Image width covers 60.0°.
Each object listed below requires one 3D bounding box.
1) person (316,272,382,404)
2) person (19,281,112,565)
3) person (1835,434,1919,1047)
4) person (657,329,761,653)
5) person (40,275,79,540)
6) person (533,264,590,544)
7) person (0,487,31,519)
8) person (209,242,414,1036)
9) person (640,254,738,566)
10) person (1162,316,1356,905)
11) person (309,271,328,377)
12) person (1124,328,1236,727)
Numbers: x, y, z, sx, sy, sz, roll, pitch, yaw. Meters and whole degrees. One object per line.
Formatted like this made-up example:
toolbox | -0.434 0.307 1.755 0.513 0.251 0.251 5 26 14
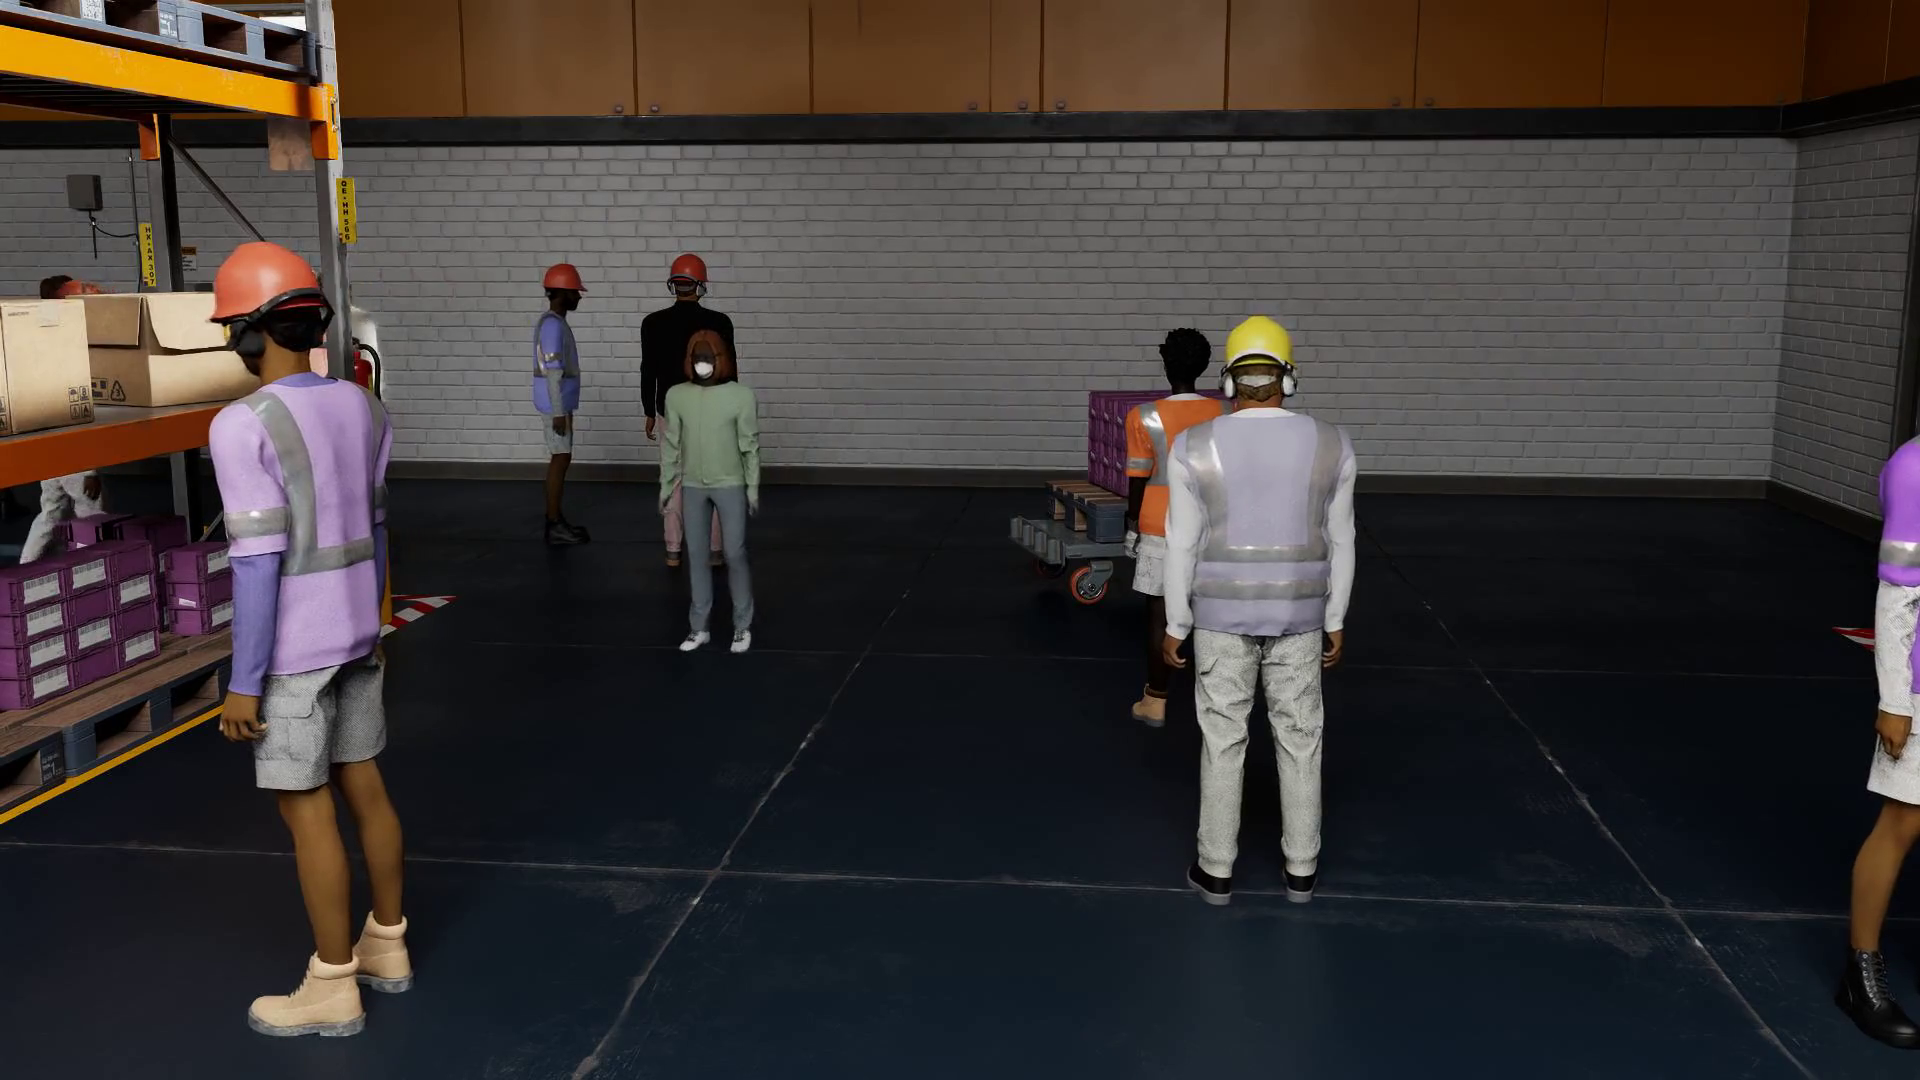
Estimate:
person | -4.104 -0.877 11.253 0.522 1.906 0.718 -9 14 -43
person | -4.761 -0.427 8.831 0.793 1.851 0.541 10 14 43
person | 2.556 0.345 4.185 0.548 1.929 0.414 -2 10 -13
person | -1.257 -0.246 8.399 0.511 1.633 0.302 2 10 14
person | -6.241 -0.925 11.673 0.429 1.847 0.625 -2 10 -10
person | -2.738 -0.932 11.494 0.395 1.928 0.547 -2 10 -9
person | -7.348 -1.116 12.494 0.552 1.935 0.360 -1 10 -3
person | -1.707 0.264 4.301 0.392 2.039 0.612 2 10 13
person | -1.724 -0.826 10.672 0.622 1.992 0.396 0 10 -1
person | 0.913 0.228 5.136 0.587 1.821 0.404 0 10 1
person | -4.079 -0.763 10.329 0.385 1.990 0.608 0 10 1
person | 0.942 -0.047 7.067 0.533 1.697 0.318 -2 10 -13
